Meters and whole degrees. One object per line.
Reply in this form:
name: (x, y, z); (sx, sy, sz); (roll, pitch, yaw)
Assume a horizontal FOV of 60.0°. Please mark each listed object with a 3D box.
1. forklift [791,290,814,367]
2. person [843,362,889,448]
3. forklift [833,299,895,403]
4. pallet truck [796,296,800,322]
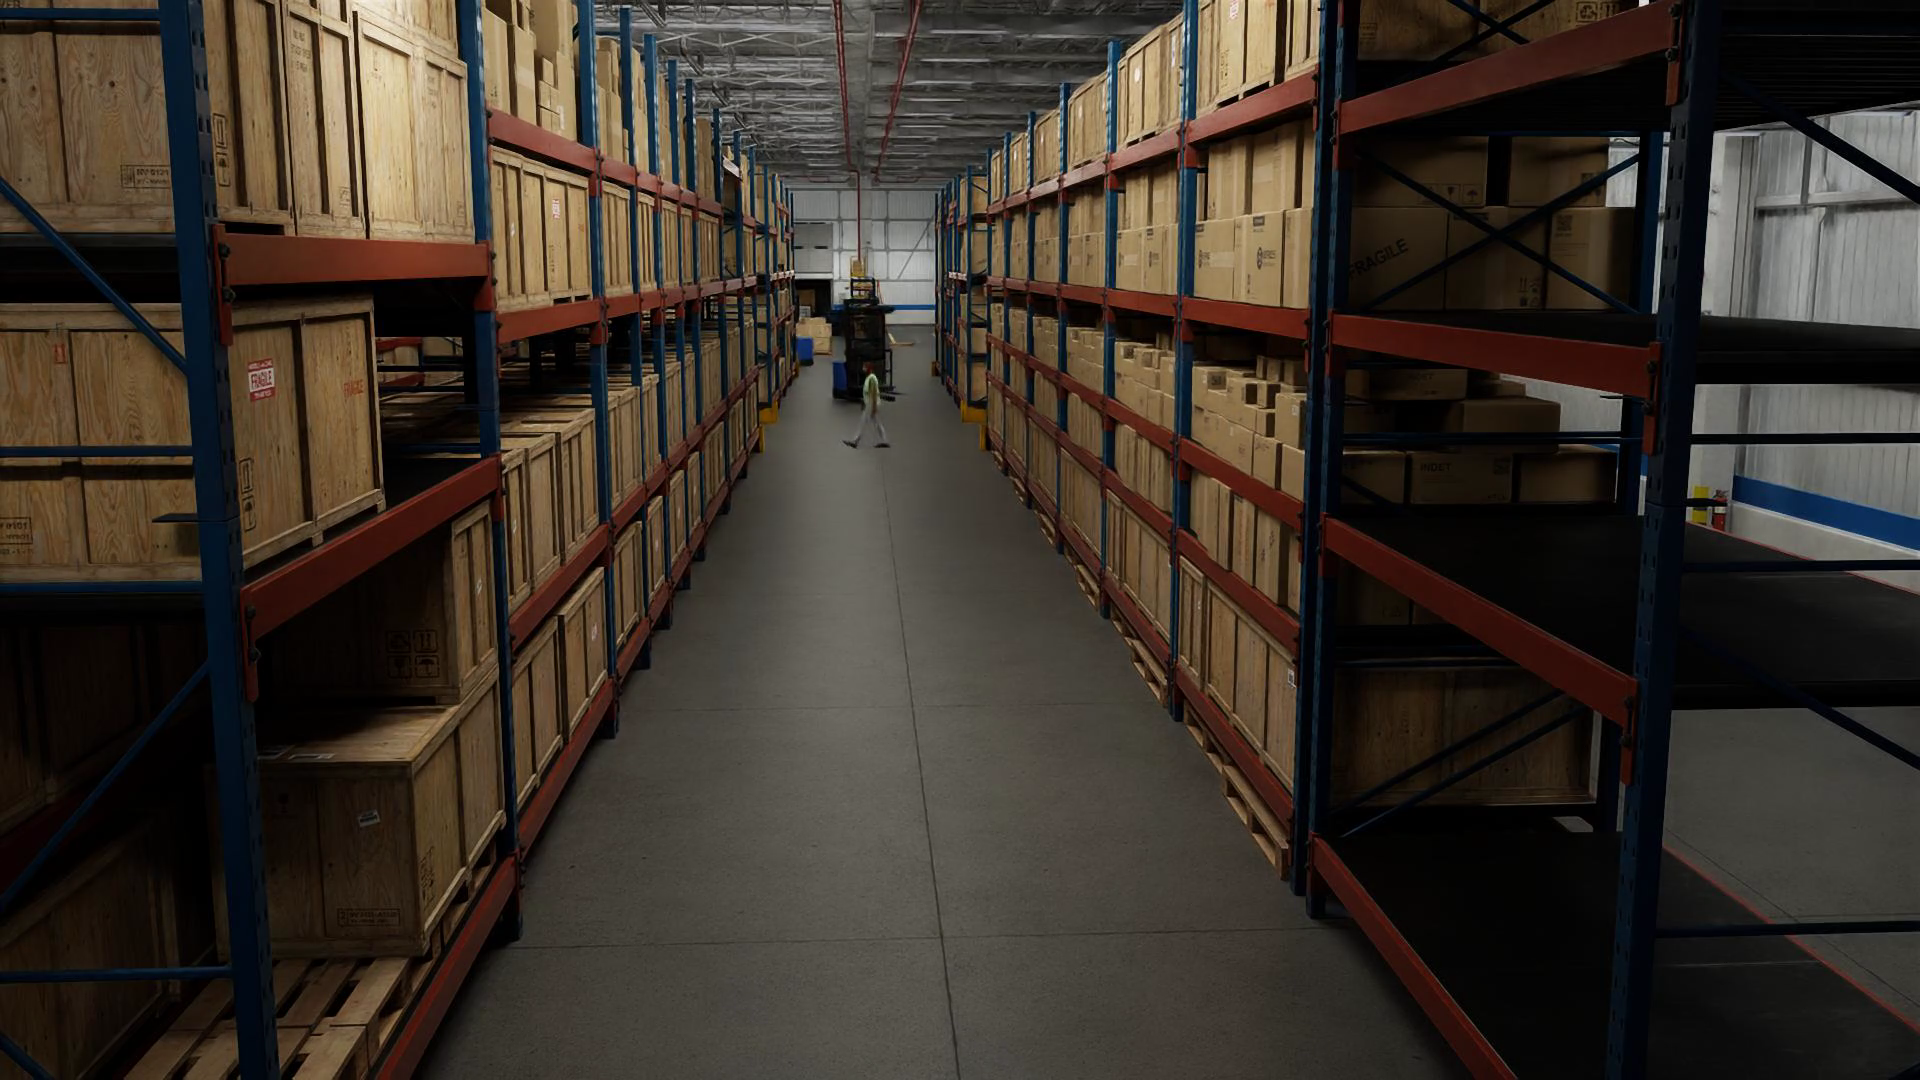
forklift: (-6.295, -7.648, 60.151); (1.129, 2.768, 1.873); (7, 12, 38)
person: (-1.920, -2.782, 34.321); (0.980, 1.790, 0.592); (-1, 10, -8)
forklift: (-2.692, -5.226, 45.686); (1.129, 2.768, 1.873); (-5, 11, -26)
pallet truck: (-8.622, -12.439, 91.403); (1.885, 1.965, 0.823); (2, 10, 13)
